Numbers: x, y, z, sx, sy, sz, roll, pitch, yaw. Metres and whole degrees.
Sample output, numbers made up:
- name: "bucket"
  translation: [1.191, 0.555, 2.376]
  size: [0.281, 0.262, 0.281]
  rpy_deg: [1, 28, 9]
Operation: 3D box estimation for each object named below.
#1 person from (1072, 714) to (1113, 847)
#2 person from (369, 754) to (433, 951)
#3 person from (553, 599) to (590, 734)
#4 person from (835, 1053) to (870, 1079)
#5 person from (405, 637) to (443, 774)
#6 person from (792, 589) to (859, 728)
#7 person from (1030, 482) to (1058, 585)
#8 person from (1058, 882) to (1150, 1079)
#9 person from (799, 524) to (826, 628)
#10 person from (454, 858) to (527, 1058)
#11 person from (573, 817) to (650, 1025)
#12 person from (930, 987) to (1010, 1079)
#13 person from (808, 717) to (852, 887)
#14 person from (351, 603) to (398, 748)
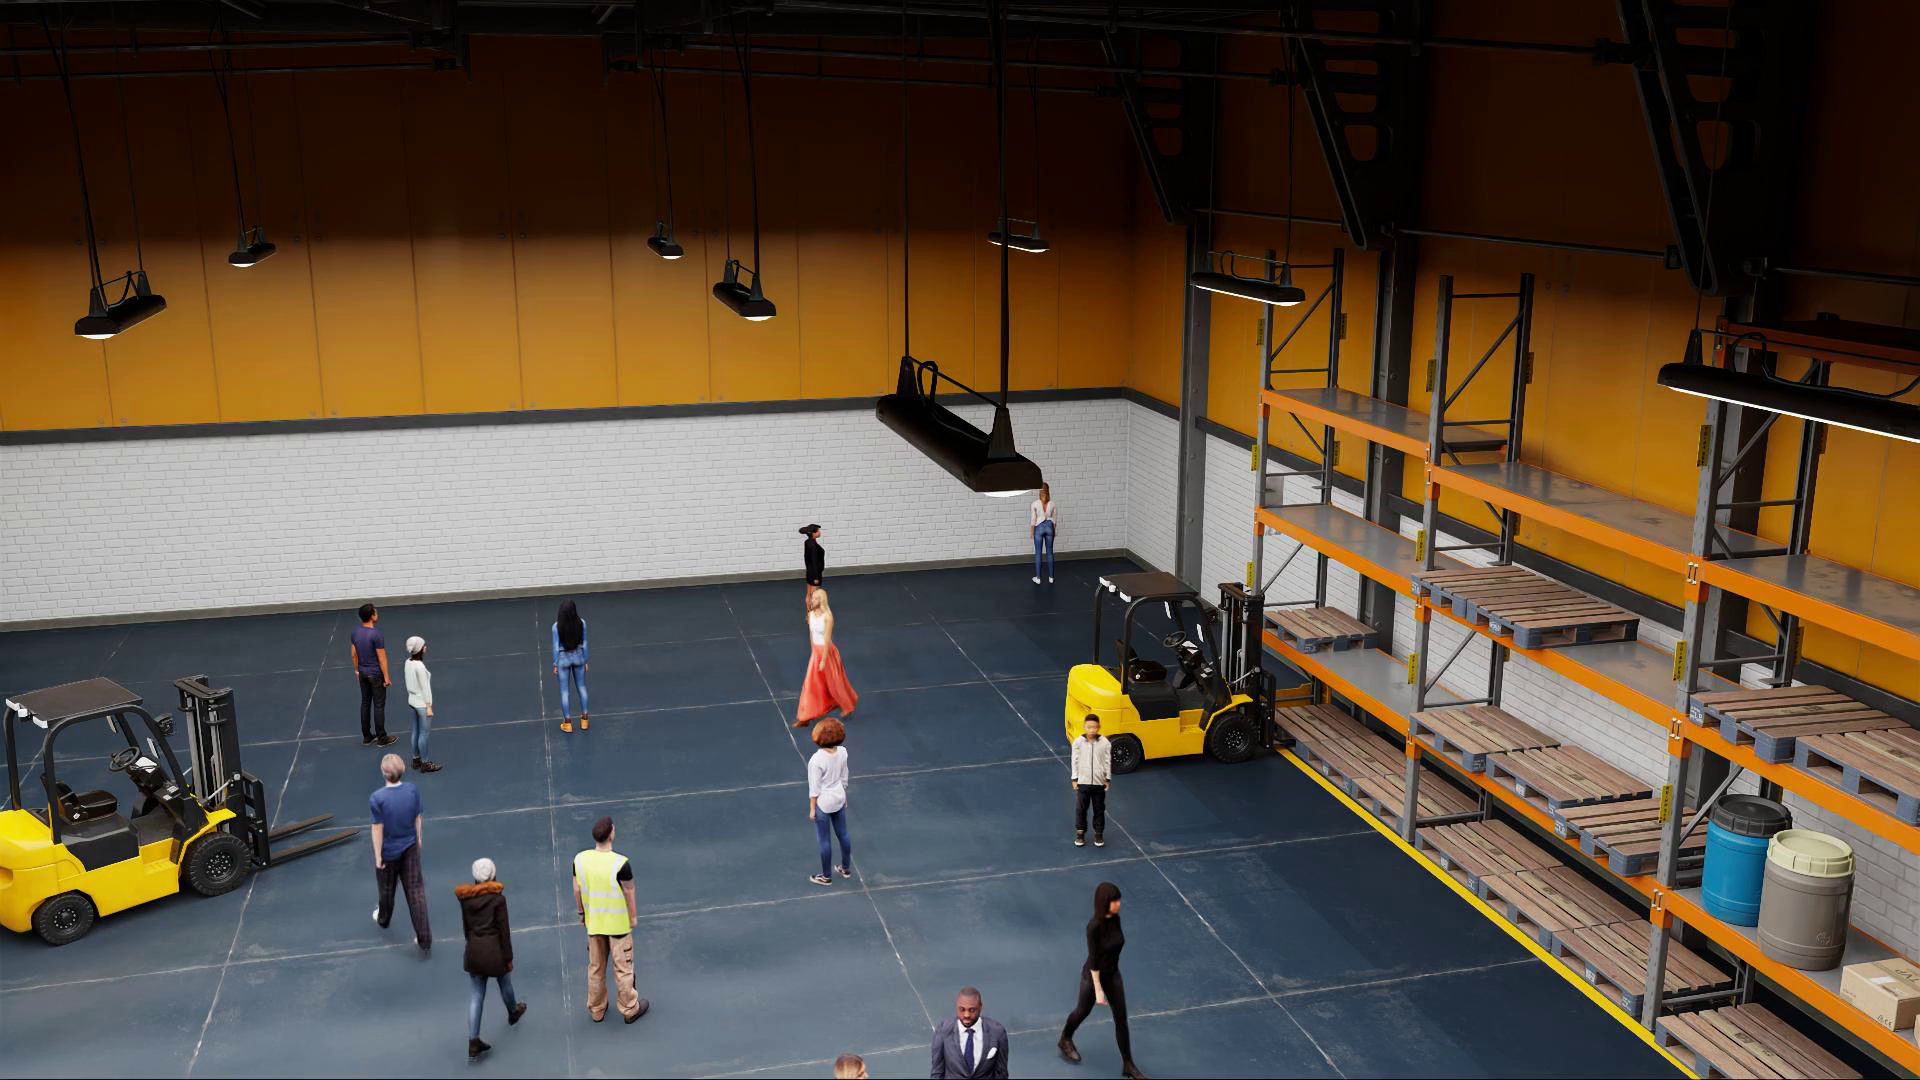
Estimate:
- name: "person"
  translation: [1.395, 2.523, 17.604]
  size: [0.617, 1.452, 0.582]
  rpy_deg: [0, 14, -1]
- name: "person"
  translation: [-5.107, 2.903, 15.264]
  size: [1.035, 1.814, 1.309]
  rpy_deg: [-11, 18, -39]
- name: "person"
  translation: [-4.903, 1.570, 20.986]
  size: [0.647, 1.713, 0.592]
  rpy_deg: [-7, 15, -28]
- name: "person"
  translation: [-0.709, 4.074, 10.729]
  size: [0.665, 1.673, 0.505]
  rpy_deg: [1, 14, 3]
- name: "person"
  translation: [-6.384, 1.924, 19.671]
  size: [0.702, 1.644, 0.578]
  rpy_deg: [-13, 19, -42]
- name: "person"
  translation: [-1.648, 1.503, 21.181]
  size: [1.295, 1.750, 1.169]
  rpy_deg: [13, 19, 42]
- name: "person"
  translation: [1.415, -0.129, 27.987]
  size: [0.618, 1.719, 0.537]
  rpy_deg: [-3, 14, -11]
- name: "person"
  translation: [1.053, 3.493, 13.280]
  size: [0.884, 1.602, 1.140]
  rpy_deg: [-12, 18, -41]
- name: "person"
  translation: [-2.229, 0.552, 25.346]
  size: [0.635, 1.639, 0.564]
  rpy_deg: [-5, 14, -20]
- name: "person"
  translation: [-3.903, 3.429, 13.570]
  size: [0.939, 1.590, 1.171]
  rpy_deg: [3, 14, 12]
- name: "person"
  translation: [-2.955, 3.191, 14.005]
  size: [0.827, 1.847, 0.866]
  rpy_deg: [3, 14, 11]
- name: "person"
  translation: [0.060, 3.863, 11.281]
  size: [0.752, 1.824, 0.696]
  rpy_deg: [0, 14, 0]
- name: "person"
  translation: [-1.302, 2.608, 16.699]
  size: [0.730, 1.713, 0.745]
  rpy_deg: [-12, 18, -40]
- name: "person"
  translation: [-7.255, 1.653, 20.477]
  size: [0.716, 1.791, 0.732]
  rpy_deg: [5, 15, 21]
